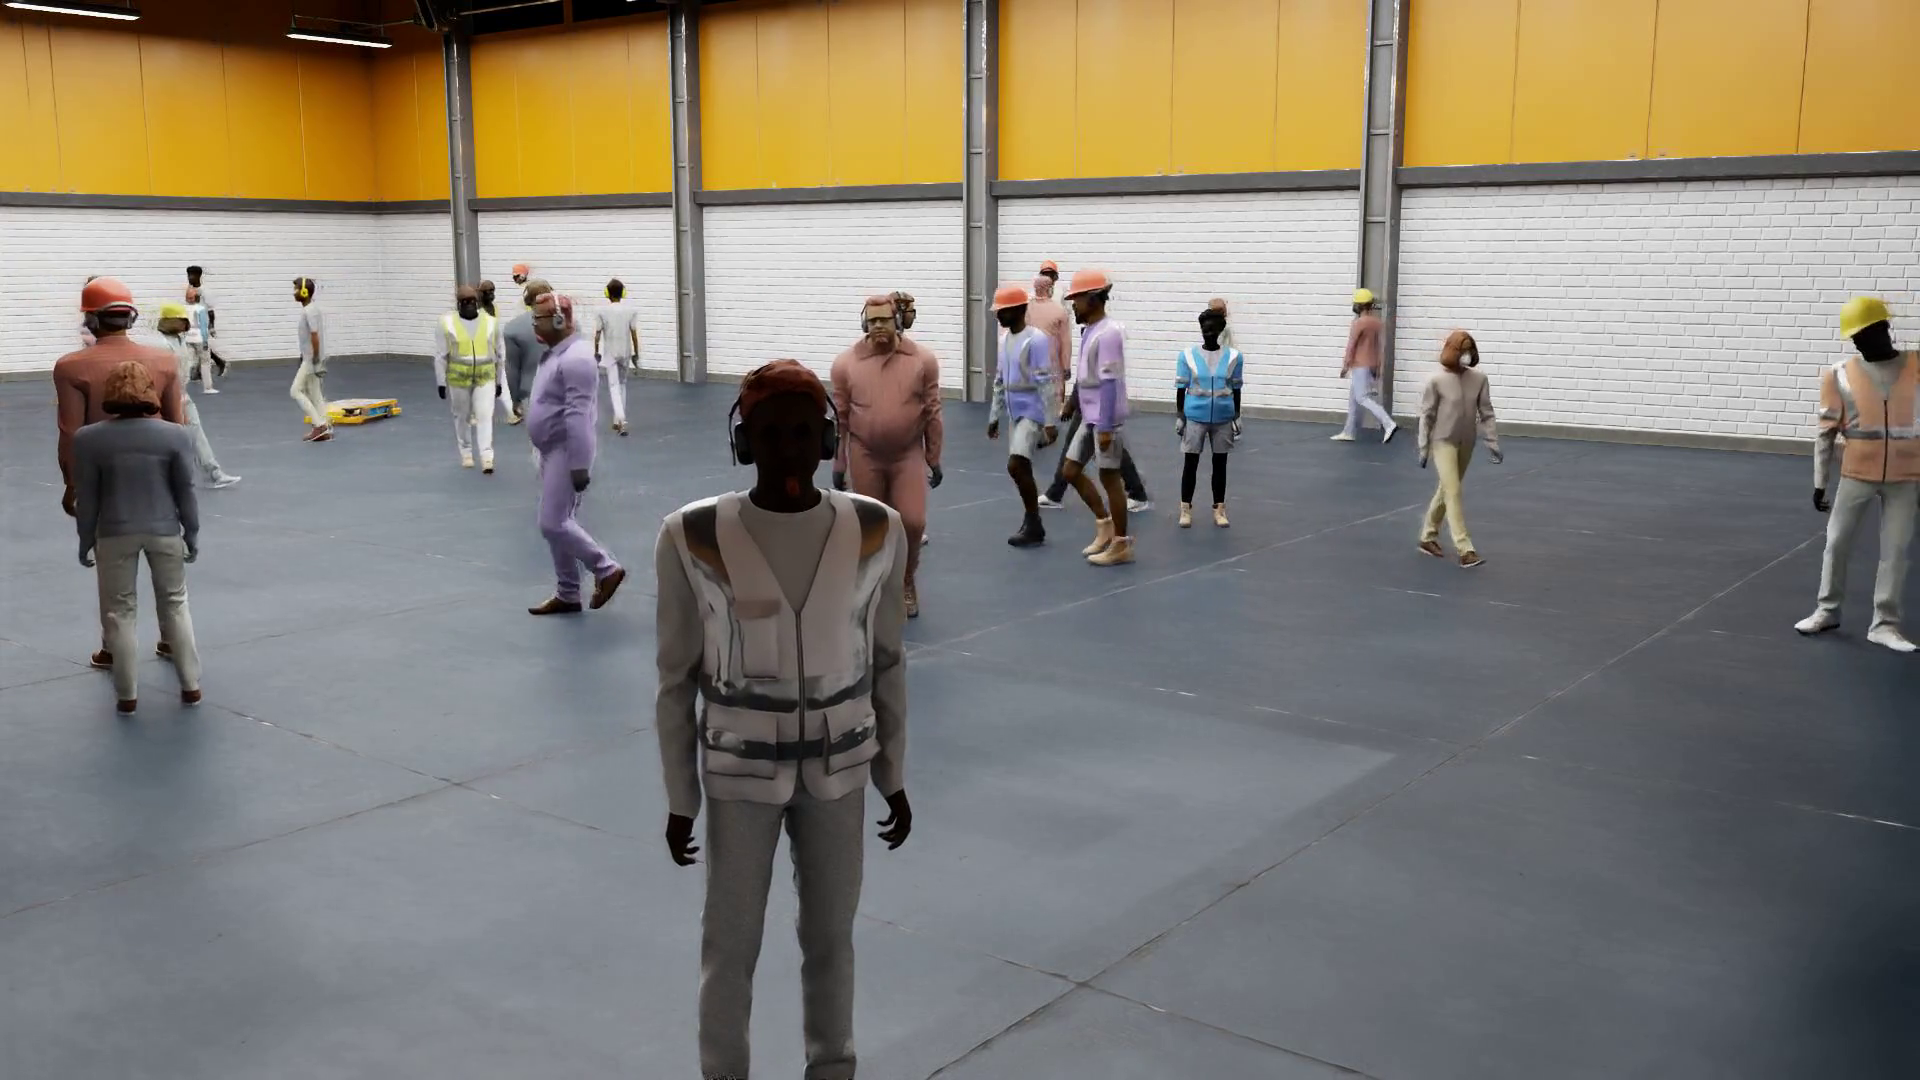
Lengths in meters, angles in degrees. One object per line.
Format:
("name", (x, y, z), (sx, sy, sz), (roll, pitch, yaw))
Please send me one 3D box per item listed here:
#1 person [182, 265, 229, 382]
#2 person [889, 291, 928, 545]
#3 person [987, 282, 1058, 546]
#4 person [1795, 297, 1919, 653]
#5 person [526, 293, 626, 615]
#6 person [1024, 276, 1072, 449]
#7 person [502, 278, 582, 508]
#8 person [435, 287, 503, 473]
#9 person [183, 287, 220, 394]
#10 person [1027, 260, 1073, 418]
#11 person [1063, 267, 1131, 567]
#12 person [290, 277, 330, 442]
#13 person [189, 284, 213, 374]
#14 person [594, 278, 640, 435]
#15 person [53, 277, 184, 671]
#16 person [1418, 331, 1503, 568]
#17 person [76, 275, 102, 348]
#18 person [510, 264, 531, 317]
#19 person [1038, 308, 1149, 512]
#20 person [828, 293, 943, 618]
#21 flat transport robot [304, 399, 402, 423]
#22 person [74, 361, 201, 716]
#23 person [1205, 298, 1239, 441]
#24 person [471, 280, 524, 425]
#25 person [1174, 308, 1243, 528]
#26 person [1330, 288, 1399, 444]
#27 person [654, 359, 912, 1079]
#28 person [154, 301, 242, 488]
("person", (-12.648, -3.623, 27.801), (0.626, 1.945, 0.819), (6, 12, 33))
("person", (-0.464, -0.878, 12.081), (0.332, 1.844, 0.508), (-6, 11, -31))
("person", (0.442, -0.889, 11.966), (0.551, 1.909, 0.597), (-6, 11, -30))
("person", (4.941, -0.360, 8.973), (0.675, 1.885, 0.492), (5, 11, 25))
("person", (-2.297, -0.486, 9.667), (0.468, 1.887, 0.664), (-5, 11, -25))
("person", (0.883, -1.901, 17.951), (0.640, 1.888, 0.686), (6, 11, 30))
("person", (-3.373, -1.161, 13.513), (0.629, 1.920, 0.425), (-5, 11, -27))
("person", (-4.771, -1.554, 16.193), (0.648, 1.791, 0.978), (-4, 11, -23))
("person", (-11.539, -2.984, 25.013), (0.520, 1.620, 0.644), (5, 11, 29))
("person", (1.142, -2.574, 21.415), (0.605, 2.033, 0.401), (-1, 10, -4))
("person", (0.948, -0.819, 11.238), (0.508, 2.014, 0.746), (-1, 10, -8))
("person", (-7.328, -2.019, 18.709), (0.429, 1.854, 0.522), (-2, 10, -12))
("person", (-13.438, -3.710, 29.204), (0.512, 1.619, 0.528), (7, 12, 37))
("person", (-4.036, -2.156, 19.564), (0.531, 1.839, 0.919), (-4, 11, -24))
("person", (-4.260, -0.333, 8.478), (0.387, 1.992, 0.622), (9, 13, 42))
("person", (3.395, -0.622, 11.331), (0.514, 1.585, 0.850), (-4, 10, -21))
("person", (-12.175, -2.798, 23.340), (0.631, 1.822, 0.676), (6, 12, 32))
("person", (-7.218, -3.541, 27.291), (1.033, 1.938, 0.622), (-3, 10, -16))
("person", (1.084, -1.148, 13.627), (1.027, 1.863, 0.604), (0, 10, 2))
("person", (-0.428, -0.463, 9.550), (0.671, 1.882, 0.480), (-1, 10, -3))
("flat transport robot", (-7.711, -1.652, 21.168), (0.652, 0.197, 1.431), (1, 10, 4))
("person", (-3.776, -0.008, 7.664), (0.507, 1.625, 0.287), (-5, 11, -29))
("person", (2.896, -1.910, 18.774), (0.643, 1.612, 0.512), (0, 10, 1))
("person", (-5.809, -2.285, 20.447), (1.012, 1.787, 0.627), (5, 11, 28))
("person", (1.919, -0.935, 12.839), (0.539, 1.698, 0.318), (0, 10, -1))
("person", (4.560, -1.942, 18.590), (0.797, 1.738, 0.531), (7, 12, 36))
("person", (-0.385, 0.540, 3.721), (0.576, 1.881, 0.354), (-3, 10, -18))
("person", (-6.990, -1.274, 14.839), (0.915, 1.688, 0.501), (0, 10, 2))
